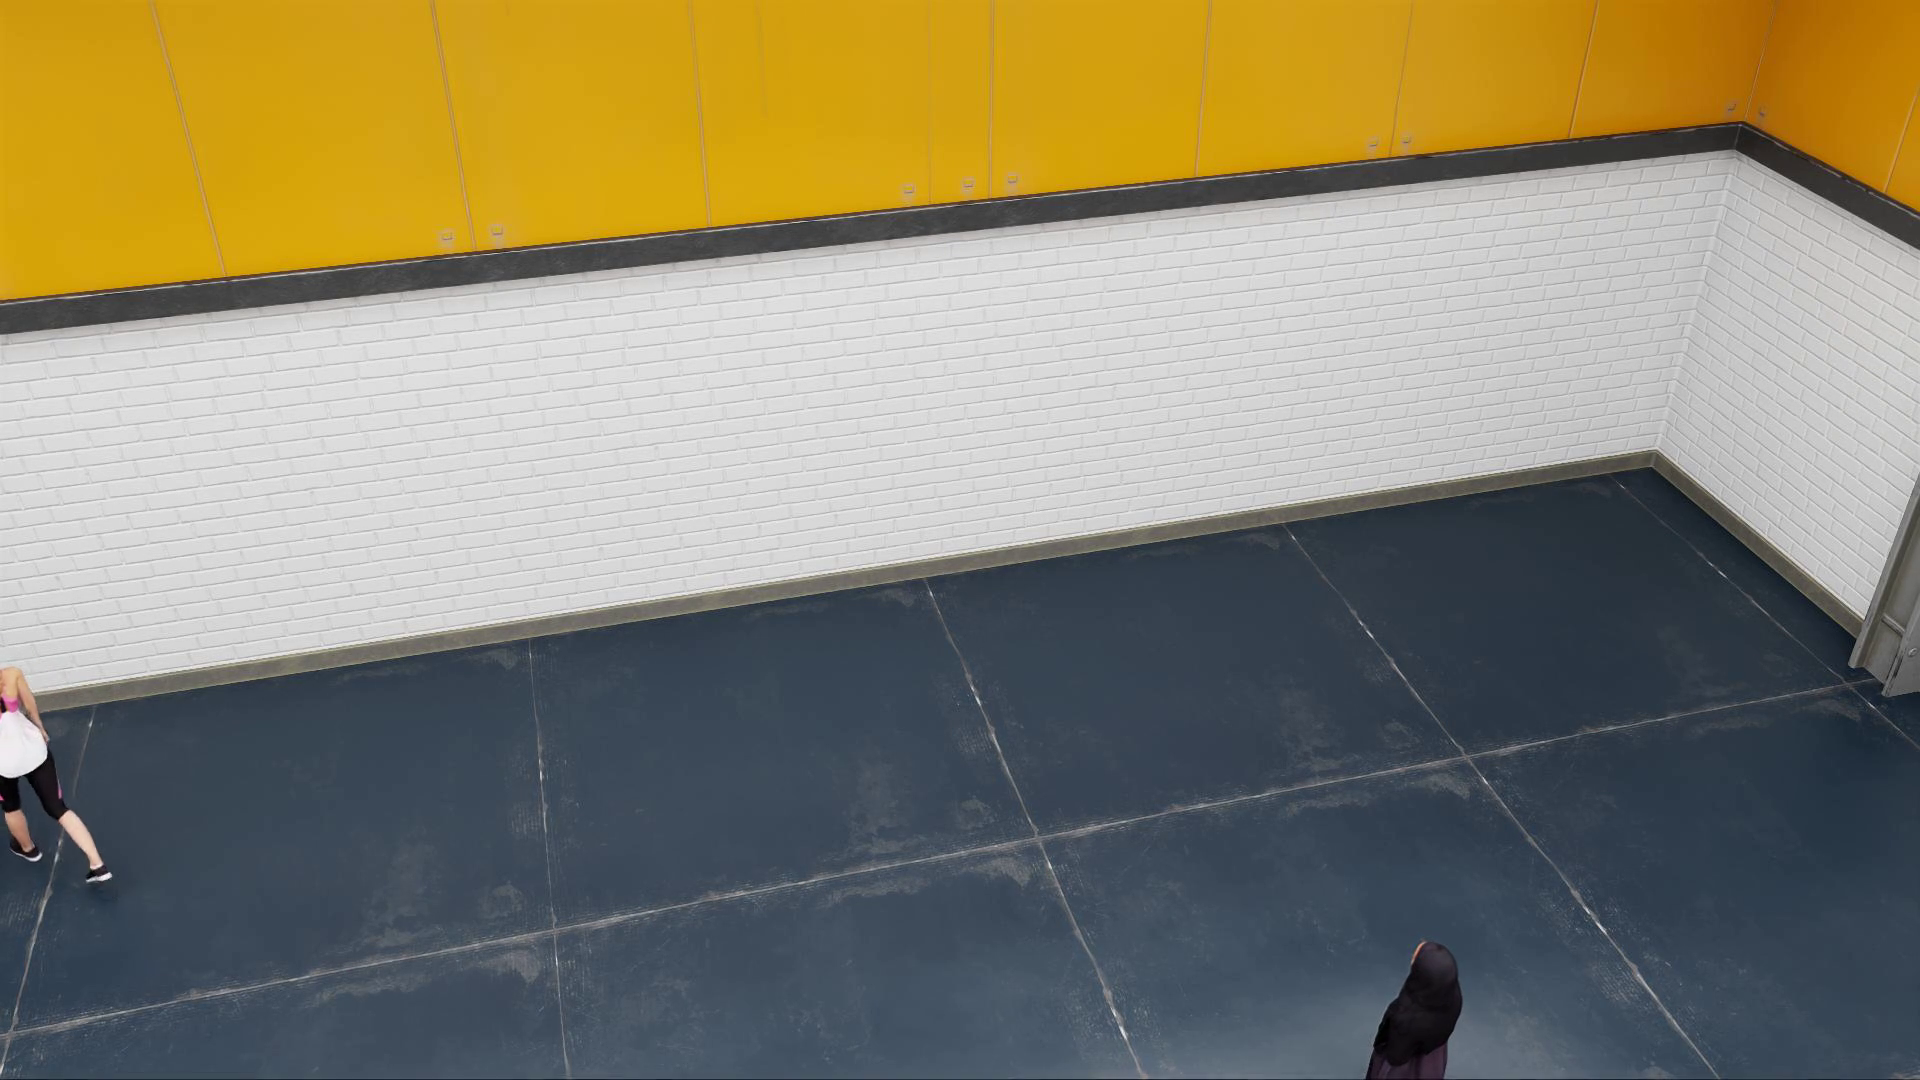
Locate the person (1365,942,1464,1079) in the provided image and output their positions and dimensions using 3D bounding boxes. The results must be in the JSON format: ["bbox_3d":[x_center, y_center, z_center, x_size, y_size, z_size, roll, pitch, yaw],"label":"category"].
[{"bbox_3d":[2.181,2.529,8.050,0.686,1.613,0.702,-22,40,-30],"label":"person"}]

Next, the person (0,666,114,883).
[{"bbox_3d":[-5.439,1.331,9.732,1.192,1.748,1.126,18,38,25],"label":"person"}]
